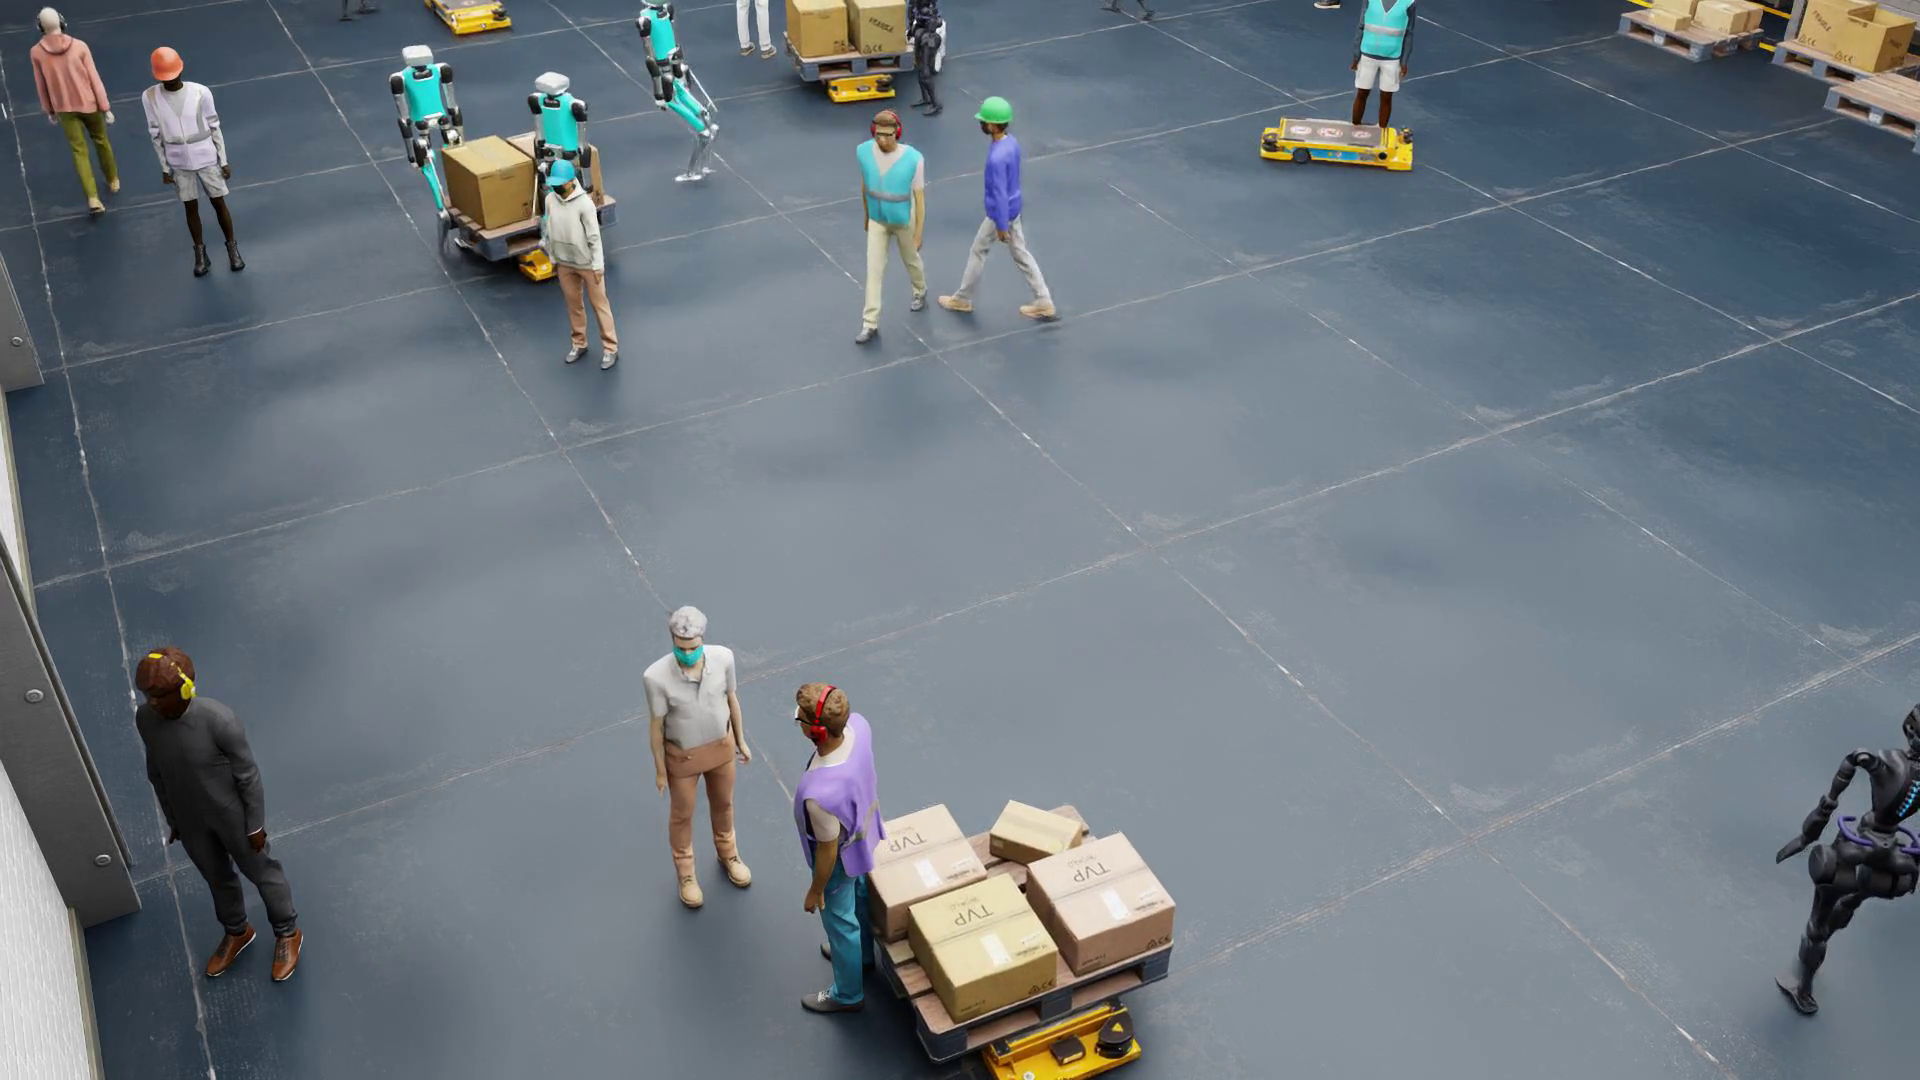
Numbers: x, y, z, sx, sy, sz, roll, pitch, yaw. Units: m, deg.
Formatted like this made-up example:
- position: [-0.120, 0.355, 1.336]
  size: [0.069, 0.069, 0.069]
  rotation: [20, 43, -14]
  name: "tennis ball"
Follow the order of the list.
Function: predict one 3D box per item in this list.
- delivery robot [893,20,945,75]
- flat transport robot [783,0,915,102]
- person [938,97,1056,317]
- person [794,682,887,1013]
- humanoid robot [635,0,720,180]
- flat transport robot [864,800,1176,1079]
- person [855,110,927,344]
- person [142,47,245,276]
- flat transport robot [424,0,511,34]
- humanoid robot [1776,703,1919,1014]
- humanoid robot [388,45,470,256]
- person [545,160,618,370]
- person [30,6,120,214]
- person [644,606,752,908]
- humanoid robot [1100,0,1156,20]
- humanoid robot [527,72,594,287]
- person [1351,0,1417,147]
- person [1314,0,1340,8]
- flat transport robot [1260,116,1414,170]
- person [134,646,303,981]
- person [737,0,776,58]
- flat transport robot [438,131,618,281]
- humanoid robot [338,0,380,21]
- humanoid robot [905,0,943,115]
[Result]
- position: [-0.407, -5.481, 18.284]
  size: [0.499, 0.586, 0.765]
  rotation: [9, 36, 13]
  name: "delivery robot"
- position: [-1.202, -5.066, 17.948]
  size: [0.659, 0.231, 1.431]
  rotation: [-10, 36, -14]
  name: "flat transport robot"
- position: [0.334, -2.599, 13.080]
  size: [0.974, 1.826, 0.468]
  rotation: [12, 37, 16]
  name: "person"
- position: [-0.534, 1.377, 7.375]
  size: [0.391, 1.846, 0.562]
  rotation: [8, 36, 11]
  name: "person"
- position: [-2.528, -4.170, 15.391]
  size: [0.764, 1.784, 0.536]
  rotation: [12, 37, 17]
  name: "humanoid robot"
- position: [0.223, 1.983, 7.884]
  size: [0.659, 0.231, 1.431]
  rotation: [-15, 38, -20]
  name: "flat transport robot"
- position: [-0.517, -2.502, 12.962]
  size: [0.582, 1.793, 0.988]
  rotation: [13, 37, 18]
  name: "person"
- position: [-6.332, -3.125, 13.734]
  size: [0.542, 1.928, 0.369]
  rotation: [-11, 36, -15]
  name: "person"
- position: [-5.875, -6.335, 19.761]
  size: [0.659, 0.231, 1.431]
  rotation: [-18, 39, -24]
  name: "flat transport robot"
- position: [4.048, 1.414, 7.477]
  size: [0.619, 1.639, 0.504]
  rotation: [7, 36, 10]
  name: "humanoid robot"
- position: [-4.351, -3.208, 14.042]
  size: [0.539, 1.830, 0.664]
  rotation: [-22, 40, -28]
  name: "humanoid robot"
- position: [-2.866, -2.052, 12.429]
  size: [0.461, 1.667, 0.390]
  rotation: [12, 37, 17]
  name: "person"
- position: [-7.923, -3.863, 14.905]
  size: [0.549, 1.798, 0.935]
  rotation: [-14, 37, -19]
  name: "person"
- position: [-1.244, 1.017, 7.977]
  size: [0.476, 1.744, 0.318]
  rotation: [-18, 39, -23]
  name: "person"
- position: [2.003, -6.929, 19.436]
  size: [0.763, 1.650, 0.605]
  rotation: [17, 38, 22]
  name: "humanoid robot"
- position: [-3.295, -2.804, 13.487]
  size: [0.535, 1.852, 0.663]
  rotation: [14, 37, 19]
  name: "humanoid robot"
- position: [4.036, -4.650, 15.900]
  size: [0.551, 1.940, 0.431]
  rotation: [13, 37, 17]
  name: "person"
- position: [4.485, -7.322, 19.693]
  size: [0.368, 1.966, 0.605]
  rotation: [5, 35, 7]
  name: "person"
- position: [3.688, -3.872, 16.244]
  size: [1.431, 0.231, 0.659]
  rotation: [8, 36, 11]
  name: "flat transport robot"
- position: [-3.376, 1.248, 7.536]
  size: [0.493, 1.875, 0.356]
  rotation: [4, 35, 5]
  name: "person"
- position: [-2.293, -6.246, 18.233]
  size: [0.572, 1.880, 0.361]
  rotation: [10, 36, 14]
  name: "person"
- position: [-3.744, -2.656, 14.508]
  size: [0.659, 0.231, 1.431]
  rotation: [-25, 42, -31]
  name: "flat transport robot"
- position: [-7.164, -6.905, 19.357]
  size: [0.518, 1.643, 0.610]
  rotation: [-13, 37, -18]
  name: "humanoid robot"
- position: [-0.376, -5.206, 16.915]
  size: [0.330, 1.645, 0.606]
  rotation: [-17, 38, -23]
  name: "humanoid robot"
